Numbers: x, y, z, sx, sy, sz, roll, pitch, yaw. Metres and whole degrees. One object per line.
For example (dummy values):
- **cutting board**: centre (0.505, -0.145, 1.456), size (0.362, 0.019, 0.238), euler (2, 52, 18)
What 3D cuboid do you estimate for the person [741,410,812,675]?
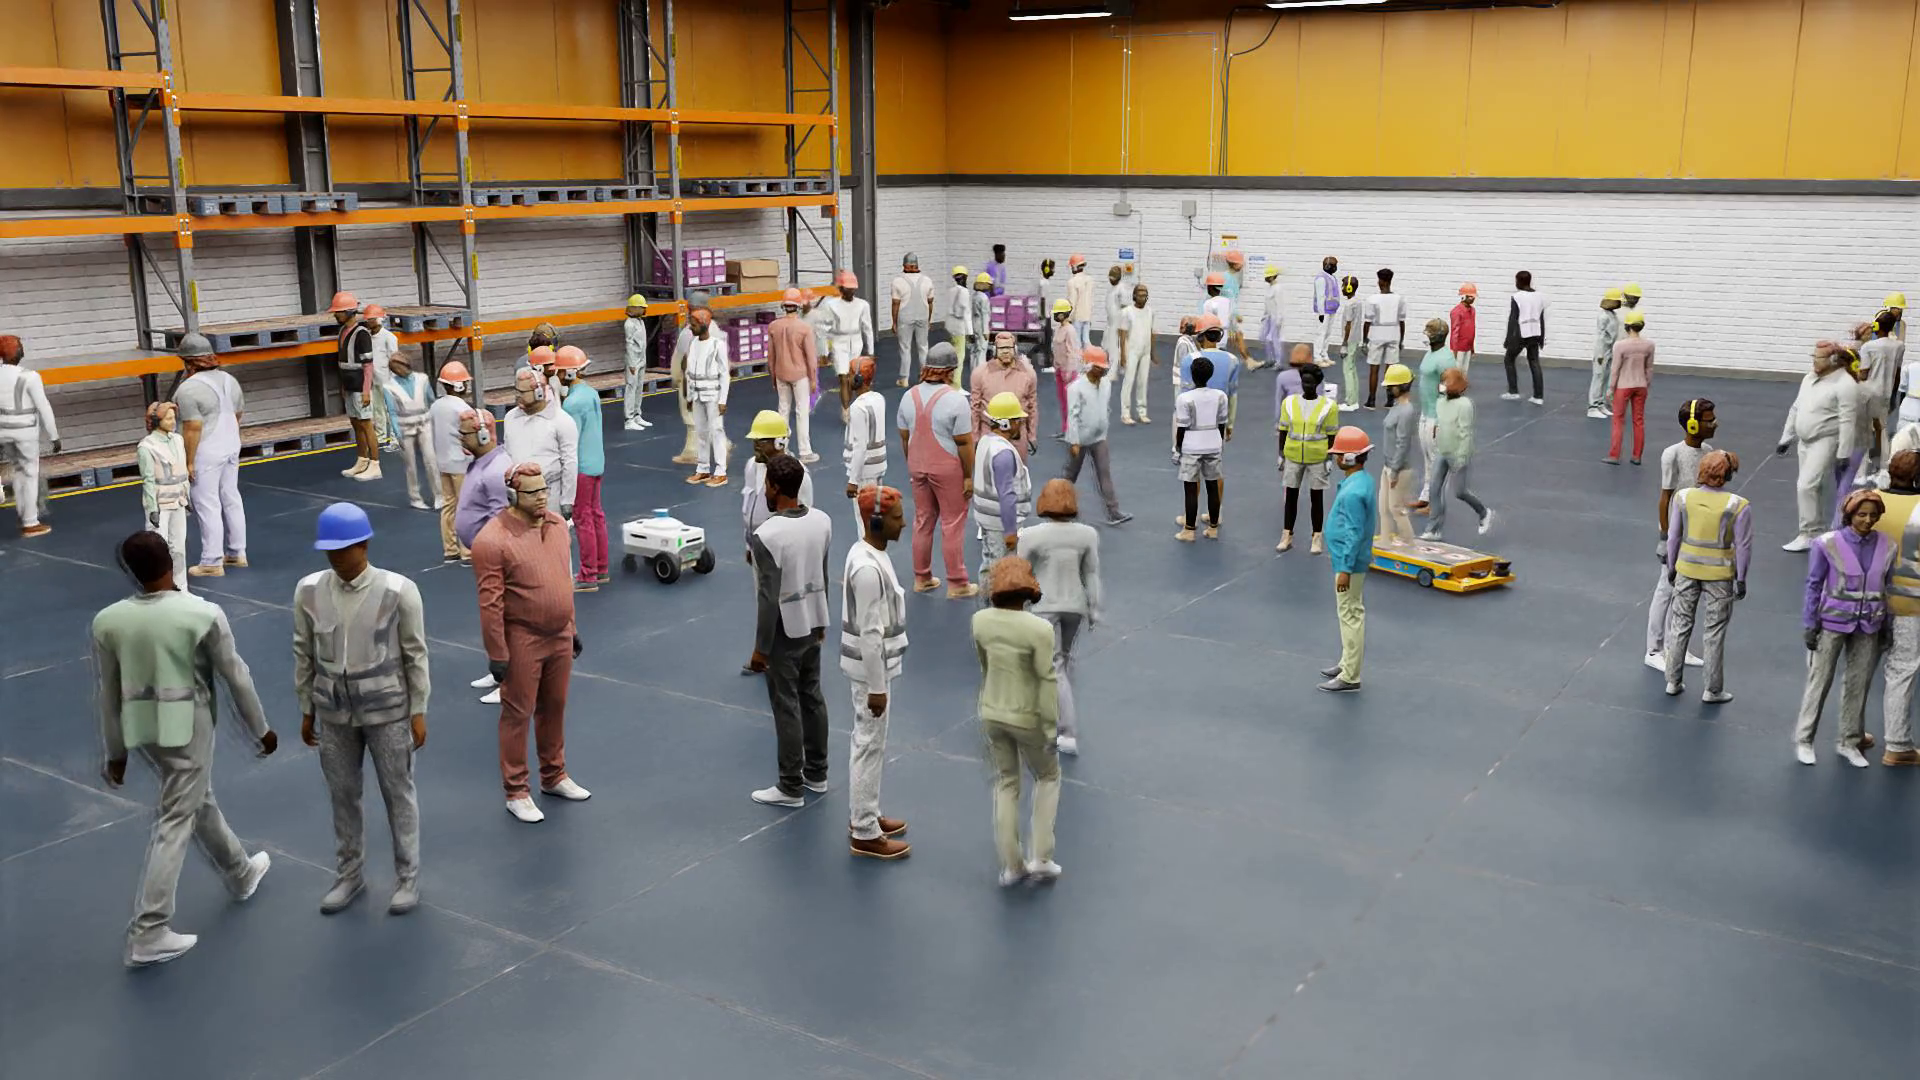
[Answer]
- **person**: centre (-1.236, 0.042, 11.081), size (0.592, 1.833, 0.404), euler (12, 17, 42)

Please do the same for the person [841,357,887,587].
- **person**: centre (-0.780, -0.546, 13.523), size (0.354, 1.883, 0.576), euler (3, 13, 13)

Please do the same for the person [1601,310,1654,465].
- **person**: centre (7.597, -1.727, 18.937), size (0.552, 1.754, 0.418), euler (-3, 13, -12)

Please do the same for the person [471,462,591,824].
- **person**: centre (-2.245, 0.524, 8.824), size (0.408, 1.906, 0.652), euler (7, 15, 29)

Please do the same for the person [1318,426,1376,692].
- **person**: centre (2.542, 0.121, 10.912), size (0.327, 1.749, 0.573), euler (4, 14, 16)

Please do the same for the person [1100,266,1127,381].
- **person**: centre (2.443, -3.376, 25.952), size (0.488, 1.812, 0.540), euler (-5, 14, -20)

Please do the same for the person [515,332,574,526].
- **person**: centre (-3.879, -1.011, 15.582), size (0.520, 1.865, 0.327), euler (-3, 13, -14)

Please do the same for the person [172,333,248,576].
- **person**: centre (-6.334, -0.721, 13.933), size (0.538, 2.000, 0.690), euler (3, 13, 12)

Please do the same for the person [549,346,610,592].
- **person**: centre (-3.068, -0.573, 13.414), size (0.407, 1.987, 0.614), euler (1, 13, 6)

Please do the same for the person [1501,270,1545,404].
- **person**: centre (8.044, -2.895, 23.723), size (0.635, 1.873, 0.725), euler (-6, 14, -26)

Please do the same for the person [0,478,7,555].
- **person**: centre (-8.612, -0.707, 14.571), size (0.515, 1.725, 0.563), euler (0, 13, 2)

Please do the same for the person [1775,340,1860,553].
- **person**: centre (7.513, -0.832, 14.752), size (0.617, 1.888, 0.661), euler (-1, 13, -4)

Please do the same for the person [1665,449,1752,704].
- **person**: centre (4.786, 0.234, 10.671), size (0.306, 1.639, 0.524), euler (-12, 17, -42)

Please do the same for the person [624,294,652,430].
- **person**: centre (-4.152, -2.293, 21.431), size (0.342, 1.735, 0.484), euler (2, 13, 9)

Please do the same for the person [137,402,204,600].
- **person**: centre (-6.121, -0.259, 12.839), size (0.318, 1.630, 0.512), euler (2, 13, 7)

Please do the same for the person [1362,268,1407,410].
- **person**: centre (5.858, -2.773, 23.012), size (0.608, 1.962, 0.377), euler (-1, 13, -4)

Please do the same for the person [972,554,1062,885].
- **person**: centre (0.296, 0.860, 8.017), size (0.535, 1.613, 0.406), euler (9, 16, 34)

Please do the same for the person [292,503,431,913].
- **person**: centre (-2.751, 0.774, 7.651), size (0.614, 1.944, 0.404), euler (0, 13, 2)

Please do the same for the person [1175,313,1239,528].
- **person**: centre (2.317, -1.120, 15.702), size (0.611, 2.029, 0.409), euler (-6, 14, -25)

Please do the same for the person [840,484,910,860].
- **person**: centre (-0.428, 0.649, 8.332), size (0.337, 1.882, 0.585), euler (-1, 13, -3)

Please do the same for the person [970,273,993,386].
- **person**: centre (0.336, -3.185, 25.287), size (0.322, 1.738, 0.488), euler (-5, 14, -20)

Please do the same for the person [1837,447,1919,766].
- **person**: centre (5.397, 0.377, 9.608), size (0.430, 1.845, 0.619), euler (-6, 14, -25)

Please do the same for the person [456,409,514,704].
- **person**: centre (-3.031, 0.095, 10.719), size (0.397, 1.900, 0.649), euler (-6, 14, -25)

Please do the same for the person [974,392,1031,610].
- **person**: centre (0.305, -0.142, 11.877), size (0.404, 1.835, 0.588), euler (-3, 13, -12)

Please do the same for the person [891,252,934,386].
- **person**: centre (-0.761, -3.377, 25.456), size (0.681, 2.000, 0.536), euler (-5, 14, -21)

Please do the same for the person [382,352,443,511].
- **person**: centre (-5.345, -1.051, 16.334), size (0.580, 1.600, 0.613), euler (-9, 16, -33)

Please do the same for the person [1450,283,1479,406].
- **person**: centre (7.041, -2.714, 23.231), size (0.350, 1.744, 0.563), euler (11, 17, 41)

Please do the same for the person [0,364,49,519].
- **person**: centre (-9.149, -1.009, 15.713), size (0.572, 1.801, 0.940), euler (6, 14, 23)

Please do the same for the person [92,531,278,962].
- **person**: centre (-3.492, 0.872, 7.460), size (0.629, 1.841, 1.029), euler (3, 13, 13)

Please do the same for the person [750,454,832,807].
- **person**: centre (-0.903, 0.486, 8.963), size (0.380, 1.918, 0.596), euler (7, 15, 29)

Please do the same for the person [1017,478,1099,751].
- **person**: centre (0.575, 0.421, 9.968), size (0.506, 1.586, 0.830), euler (-5, 14, -21)

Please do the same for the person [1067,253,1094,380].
- **person**: centre (1.839, -3.456, 25.903), size (0.400, 1.989, 0.623), euler (10, 16, 38)

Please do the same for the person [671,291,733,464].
- **person**: centre (-2.923, -1.827, 18.729), size (0.833, 2.000, 0.696), euler (5, 14, 19)

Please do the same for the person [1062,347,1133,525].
- **person**: centre (1.257, -0.989, 15.834), size (0.598, 1.694, 0.919), euler (-10, 16, -38)

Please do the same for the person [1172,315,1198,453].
- **person**: centre (2.665, -1.840, 19.688), size (0.313, 1.634, 0.514), euler (4, 13, 15)

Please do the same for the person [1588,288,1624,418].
- **person**: centre (8.708, -2.512, 22.370), size (0.311, 1.739, 0.485), euler (10, 17, 38)

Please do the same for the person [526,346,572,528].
- **person**: centre (-3.825, -0.922, 15.424), size (0.320, 1.755, 0.563), euler (0, 13, 2)
